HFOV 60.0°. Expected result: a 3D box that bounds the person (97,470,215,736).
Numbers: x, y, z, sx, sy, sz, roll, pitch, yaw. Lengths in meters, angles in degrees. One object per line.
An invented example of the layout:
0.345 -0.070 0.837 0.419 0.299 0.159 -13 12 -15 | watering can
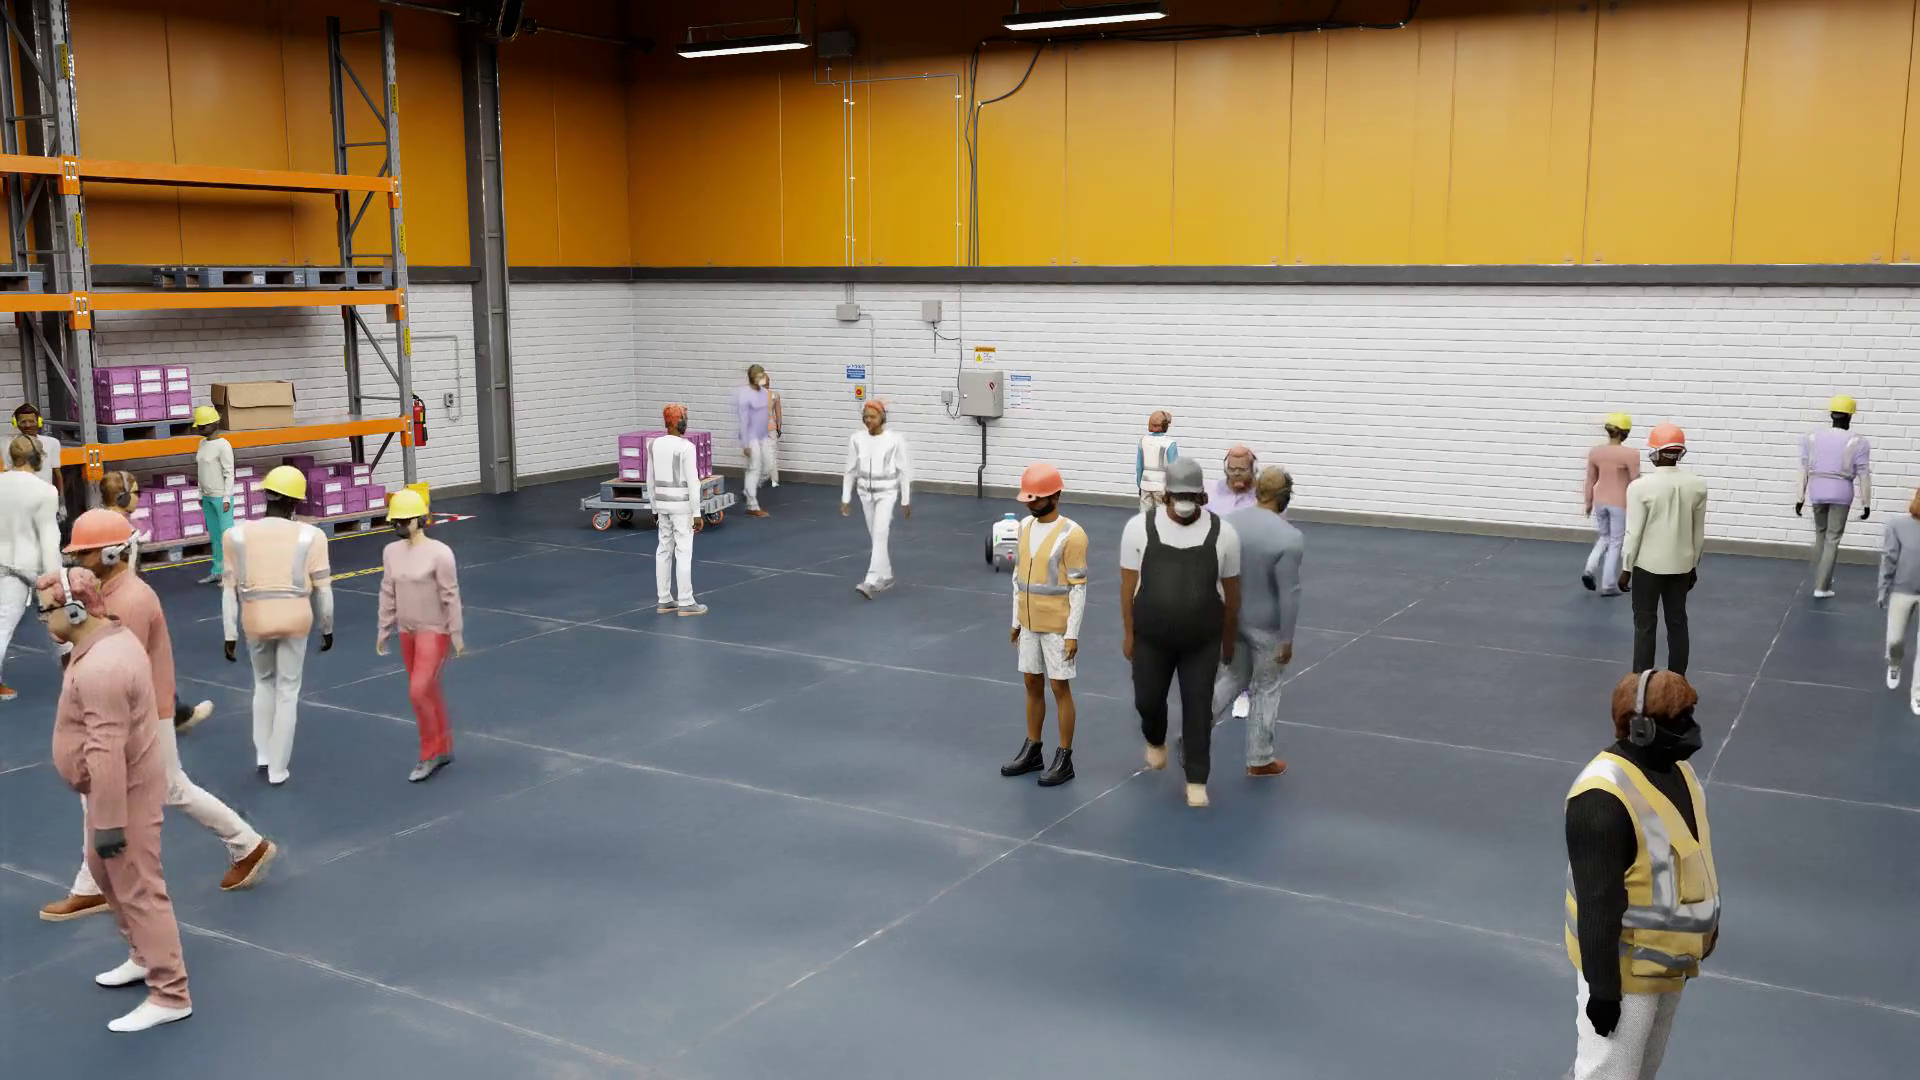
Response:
-5.287 0.456 10.561 0.524 1.784 0.988 6 11 33 | person

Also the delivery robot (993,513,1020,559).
0.512 -0.033 17.158 0.477 0.478 0.707 0 9 0 | delivery robot

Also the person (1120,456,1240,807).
1.267 0.484 9.600 0.702 2.000 0.696 1 9 6 | person

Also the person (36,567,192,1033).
-3.405 1.030 6.708 0.429 1.882 0.671 -4 10 -25 | person

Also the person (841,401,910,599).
-0.830 -0.374 15.583 0.607 1.833 0.969 4 10 25 | person

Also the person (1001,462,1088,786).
0.496 0.495 9.884 0.372 1.928 0.543 -8 12 -42 | person

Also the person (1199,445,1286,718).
1.962 0.240 11.715 0.647 1.868 0.941 3 10 20 | person

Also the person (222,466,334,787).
-4.051 0.503 9.933 0.611 1.890 0.596 -2 9 -12 | person

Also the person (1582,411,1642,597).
6.143 -0.330 15.584 0.363 1.755 0.530 -5 11 -31 | person

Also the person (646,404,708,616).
-2.522 -0.267 14.773 0.585 1.883 0.340 7 11 35 | person

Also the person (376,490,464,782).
-3.271 0.574 9.949 0.527 1.747 0.611 5 10 28 | person

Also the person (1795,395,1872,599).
8.265 -0.414 15.653 0.833 1.893 0.607 -8 12 -40 | person

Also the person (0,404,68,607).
-8.458 -0.321 15.201 0.512 1.860 0.318 -5 10 -28 | person

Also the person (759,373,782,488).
-2.772 -1.546 23.509 0.514 1.645 0.308 -2 9 -11 | person

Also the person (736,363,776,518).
-2.539 -1.226 20.622 0.453 1.925 0.657 4 10 25 | person

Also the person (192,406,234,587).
-7.229 -0.420 16.120 0.523 1.761 0.326 7 11 36 | person

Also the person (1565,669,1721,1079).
2.092 1.301 5.118 0.429 1.846 0.625 8 12 42 | person

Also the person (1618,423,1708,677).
4.910 0.176 11.665 0.608 1.995 0.376 -2 9 -11 | person

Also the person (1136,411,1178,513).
2.023 -0.504 17.026 0.310 1.636 0.522 -9 12 -43 | person

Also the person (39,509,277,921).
-3.853 0.801 7.931 0.996 1.952 0.595 -7 12 -38 | person

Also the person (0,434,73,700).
-6.713 0.184 11.955 0.641 1.898 1.012 2 9 13 | person

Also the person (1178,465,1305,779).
1.684 0.519 9.804 0.697 1.913 0.663 -7 12 -39 | person

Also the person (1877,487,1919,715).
6.691 0.370 11.612 0.501 1.612 0.619 5 10 27 | person
